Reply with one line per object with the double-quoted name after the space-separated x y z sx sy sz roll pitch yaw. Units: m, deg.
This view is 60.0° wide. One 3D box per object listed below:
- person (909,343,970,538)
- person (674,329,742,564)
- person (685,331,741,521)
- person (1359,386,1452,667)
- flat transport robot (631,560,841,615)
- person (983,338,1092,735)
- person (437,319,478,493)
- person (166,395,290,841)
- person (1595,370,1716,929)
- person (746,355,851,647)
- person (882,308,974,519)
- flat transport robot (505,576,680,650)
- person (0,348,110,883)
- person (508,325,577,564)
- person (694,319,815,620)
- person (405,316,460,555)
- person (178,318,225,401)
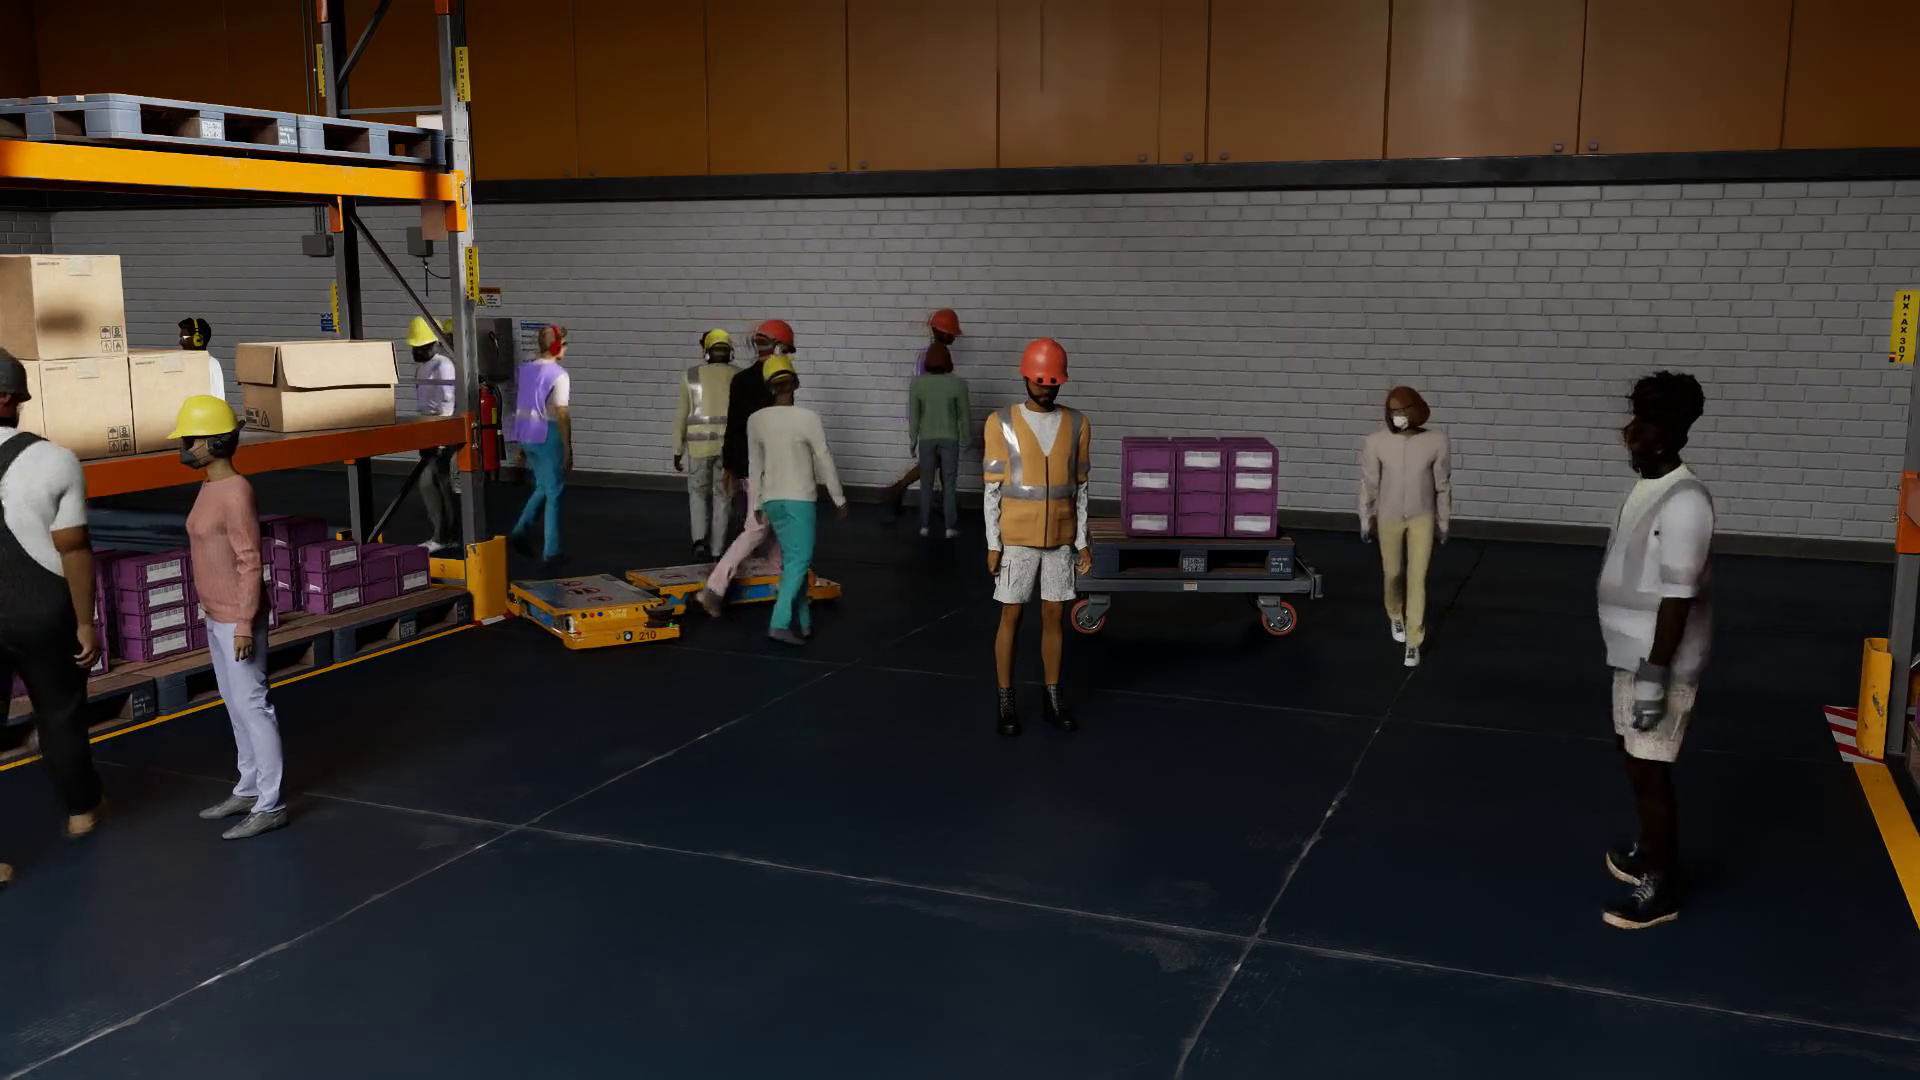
-0.174 -0.825 13.879 0.507 1.634 0.291 2 10 10 "person"
-1.835 -0.680 12.513 0.625 1.793 0.469 -2 10 -12 "person"
-2.181 -1.007 14.784 0.568 1.695 0.330 -3 10 -17 "person"
2.607 -0.118 9.744 0.513 1.592 0.835 3 10 17 "person"
-1.584 0.300 11.173 1.431 0.197 0.652 -6 11 -30 "flat transport robot"
0.386 -0.013 8.065 0.543 1.928 0.372 -3 10 -15 "person"
-5.041 -1.339 16.655 0.313 1.744 0.487 7 12 38 "person"
-2.922 0.306 6.617 0.326 1.767 0.533 -7 12 -37 "person"
2.366 0.375 5.736 0.370 1.934 0.763 2 10 12 "person"
-0.996 -0.230 9.940 0.623 1.741 0.530 5 11 29 "person"
-0.288 -1.104 14.759 0.745 1.903 0.560 1 9 6 "person"
-2.325 0.426 10.409 0.652 0.197 1.431 -6 11 -31 "flat transport robot"
-3.589 0.234 6.225 0.684 2.000 1.052 -2 10 -13 "person"
-3.172 -0.718 12.652 0.607 1.824 0.447 8 12 39 "person"
-1.361 -0.456 10.762 0.936 1.942 0.681 -7 12 -38 "person"
-4.114 -0.803 13.012 0.511 1.889 0.596 -7 12 -36 "person"
-5.999 -0.836 13.261 0.316 1.861 0.514 -4 10 -23 "person"
